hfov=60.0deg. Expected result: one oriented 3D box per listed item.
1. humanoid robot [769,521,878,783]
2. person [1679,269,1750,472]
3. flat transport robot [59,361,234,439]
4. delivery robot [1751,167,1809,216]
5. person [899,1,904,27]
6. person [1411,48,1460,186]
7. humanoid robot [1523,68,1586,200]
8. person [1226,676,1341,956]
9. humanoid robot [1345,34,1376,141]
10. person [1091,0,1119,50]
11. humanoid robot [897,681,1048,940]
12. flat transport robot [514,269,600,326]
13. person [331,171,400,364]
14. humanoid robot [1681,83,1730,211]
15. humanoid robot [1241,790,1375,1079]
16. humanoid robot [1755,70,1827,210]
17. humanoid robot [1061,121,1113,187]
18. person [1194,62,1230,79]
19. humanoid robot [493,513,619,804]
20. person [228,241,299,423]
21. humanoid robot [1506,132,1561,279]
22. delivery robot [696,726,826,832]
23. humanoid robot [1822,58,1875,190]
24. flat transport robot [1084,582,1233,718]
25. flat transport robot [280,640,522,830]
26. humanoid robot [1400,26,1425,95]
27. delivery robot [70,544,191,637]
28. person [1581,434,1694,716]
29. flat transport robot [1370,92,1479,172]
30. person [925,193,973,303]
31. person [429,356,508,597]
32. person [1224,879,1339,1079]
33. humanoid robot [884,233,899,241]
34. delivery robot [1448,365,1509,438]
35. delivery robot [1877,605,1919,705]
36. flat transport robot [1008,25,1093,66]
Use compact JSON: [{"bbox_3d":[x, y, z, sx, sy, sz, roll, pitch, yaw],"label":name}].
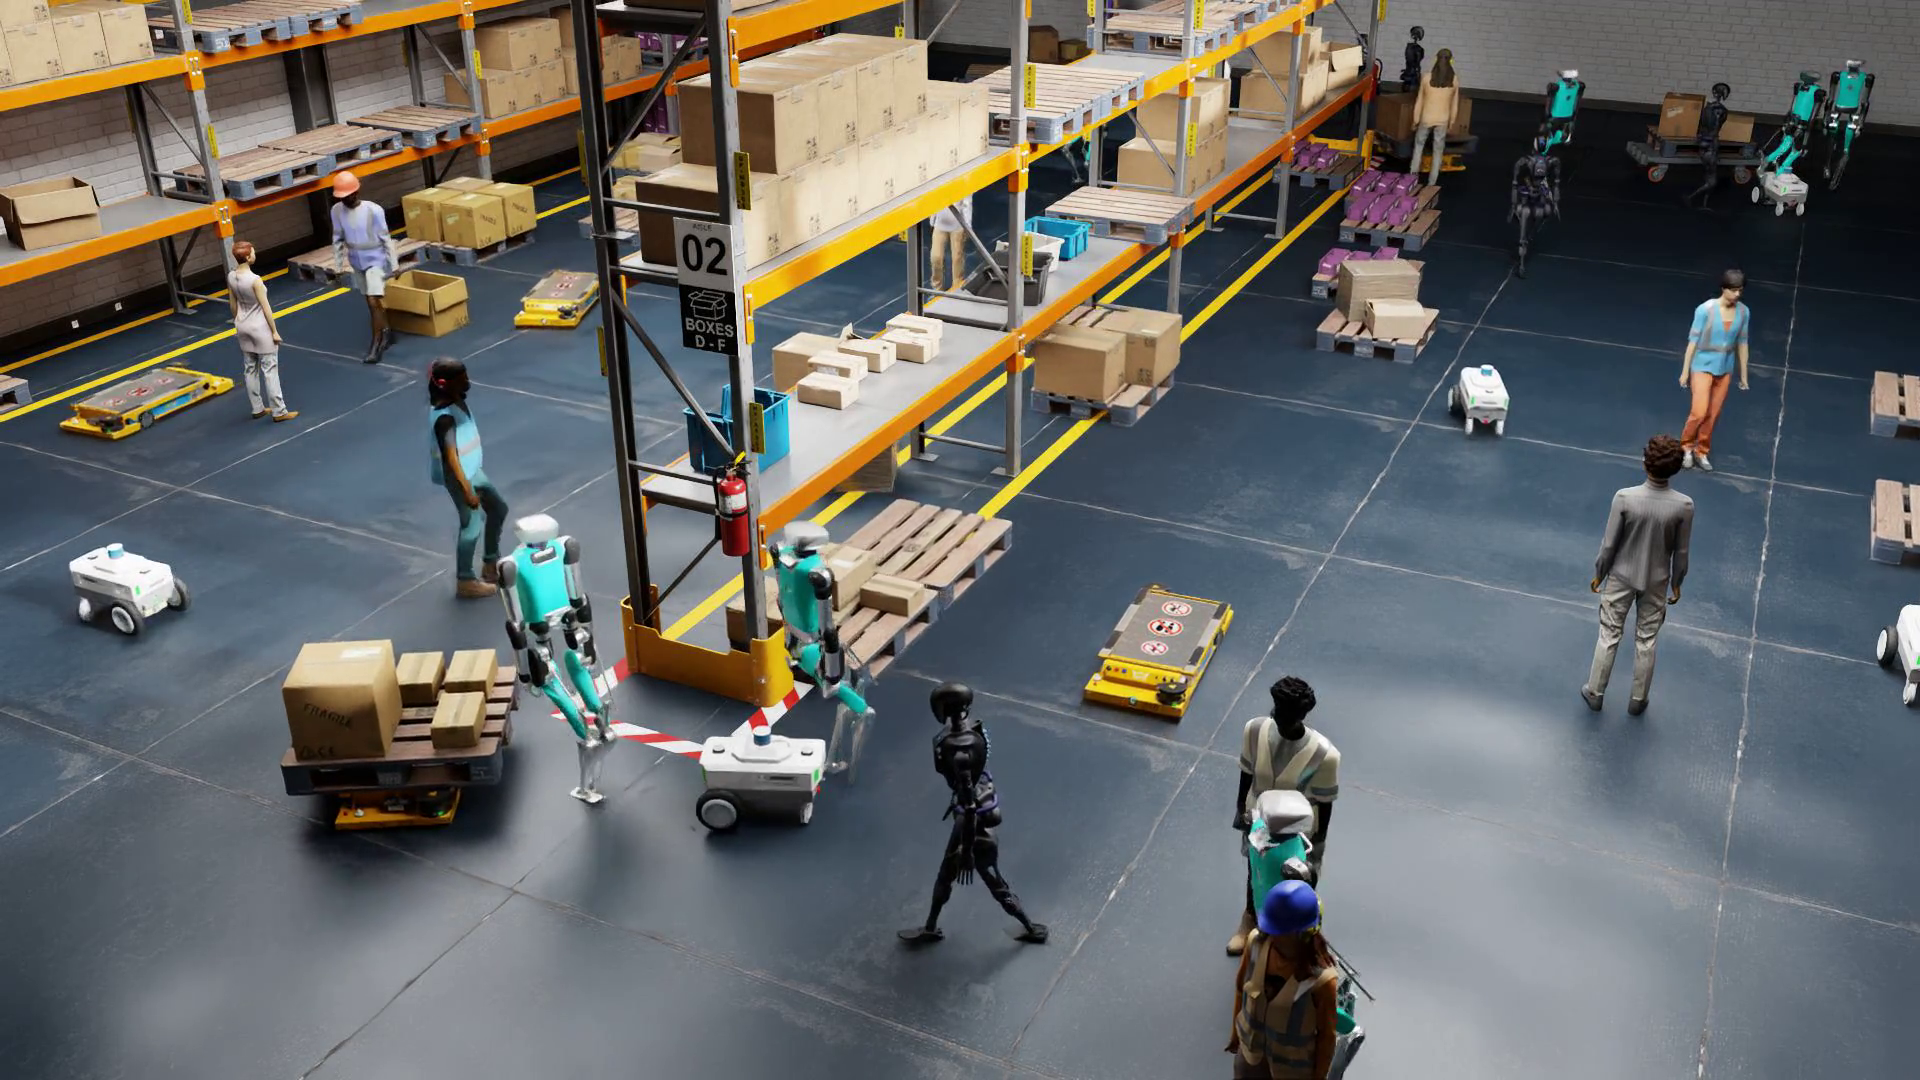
[{"bbox_3d":[-0.723,0.672,9.807,0.692,1.826,0.531,-19,32,-34],"label":"humanoid robot"},{"bbox_3d":[6.340,-1.408,13.941,0.542,1.753,0.413,-2,26,-5],"label":"person"},{"bbox_3d":[-7.523,-1.301,15.405,0.659,0.231,1.431,10,28,20],"label":"flat transport robot"},{"bbox_3d":[10.725,-4.561,21.690,0.499,0.614,0.791,0,26,0],"label":"delivery robot"},{"bbox_3d":[-0.903,-9.481,30.173,0.360,1.828,0.514,17,31,31],"label":"person"},{"bbox_3d":[6.425,-5.697,22.522,0.577,1.849,0.453,5,27,11],"label":"person"},{"bbox_3d":[7.807,-5.454,22.207,0.530,1.777,1.007,-8,27,-15],"label":"humanoid robot"},{"bbox_3d":[1.610,1.414,8.321,0.535,1.691,0.319,19,32,33],"label":"person"},{"bbox_3d":[5.909,-6.610,24.534,0.591,1.649,0.398,-20,32,-34],"label":"humanoid robot"},{"bbox_3d":[2.535,-9.046,29.178,0.533,1.930,0.423,16,31,29],"label":"person"},{"bbox_3d":[0.067,1.401,8.433,0.791,1.620,0.586,-4,27,-8],"label":"humanoid robot"},{"bbox_3d":[-4.313,-2.639,18.109,0.659,0.231,1.431,2,26,5],"label":"flat transport robot"},{"bbox_3d":[-5.890,-2.699,16.397,0.583,1.891,0.858,6,27,11],"label":"person"},{"bbox_3d":[9.654,-5.057,21.420,0.479,1.643,0.608,6,27,12],"label":"humanoid robot"},{"bbox_3d":[1.596,1.865,7.384,0.751,1.797,0.531,-8,27,-15],"label":"humanoid robot"},{"bbox_3d":[10.656,-5.155,21.517,0.665,1.775,0.530,-5,27,-9],"label":"humanoid robot"},{"bbox_3d":[1.697,-5.572,22.402,0.900,1.783,0.544,-22,34,-38],"label":"humanoid robot"},{"bbox_3d":[3.417,-6.072,23.225,0.647,1.885,0.778,13,29,24],"label":"person"},{"bbox_3d":[-2.236,0.753,9.617,0.758,1.771,0.541,23,35,39],"label":"humanoid robot"},{"bbox_3d":[-6.341,-1.874,14.993,0.461,1.659,0.269,11,28,21],"label":"person"},{"bbox_3d":[6.569,-3.844,19.020,0.601,1.636,0.792,1,26,1],"label":"humanoid robot"},{"bbox_3d":[-1.162,1.354,9.710,0.757,0.586,0.519,1,26,2],"label":"delivery robot"},{"bbox_3d":[12.077,-5.729,22.721,0.545,1.767,0.958,14,29,26],"label":"humanoid robot"},{"bbox_3d":[1.377,0.725,11.313,0.659,0.231,1.431,10,28,19],"label":"flat transport robot"},{"bbox_3d":[-3.338,1.279,10.194,0.659,0.231,1.431,-3,26,-5],"label":"flat transport robot"},{"bbox_3d":[6.877,-6.958,25.282,0.611,1.646,0.611,-2,26,-3],"label":"humanoid robot"},{"bbox_3d":[-5.922,0.322,11.806,0.767,0.595,0.515,12,29,22],"label":"delivery robot"},{"bbox_3d":[4.270,0.240,10.458,0.547,1.898,0.382,7,27,14],"label":"person"},{"bbox_3d":[6.661,-5.562,24.013,0.659,0.231,1.431,-6,27,-12],"label":"flat transport robot"},{"bbox_3d":[-0.118,-3.402,17.984,0.580,1.744,0.406,13,29,24],"label":"person"},{"bbox_3d":[-3.463,-0.454,11.915,0.598,1.841,0.578,-2,26,-4],"label":"person"},{"bbox_3d":[1.296,2.116,6.801,0.326,1.777,0.463,-24,35,-39],"label":"person"},{"bbox_3d":[-0.861,-4.462,20.223,0.582,1.641,0.608,-23,34,-38],"label":"humanoid robot"},{"bbox_3d":[4.734,-1.287,15.076,0.499,0.612,0.816,4,27,7],"label":"delivery robot"},{"bbox_3d":[6.417,0.728,10.983,0.499,0.592,0.774,9,28,17],"label":"delivery robot"},{"bbox_3d":[1.638,-8.150,29.241,1.431,0.231,0.659,21,33,36],"label":"flat transport robot"}]
